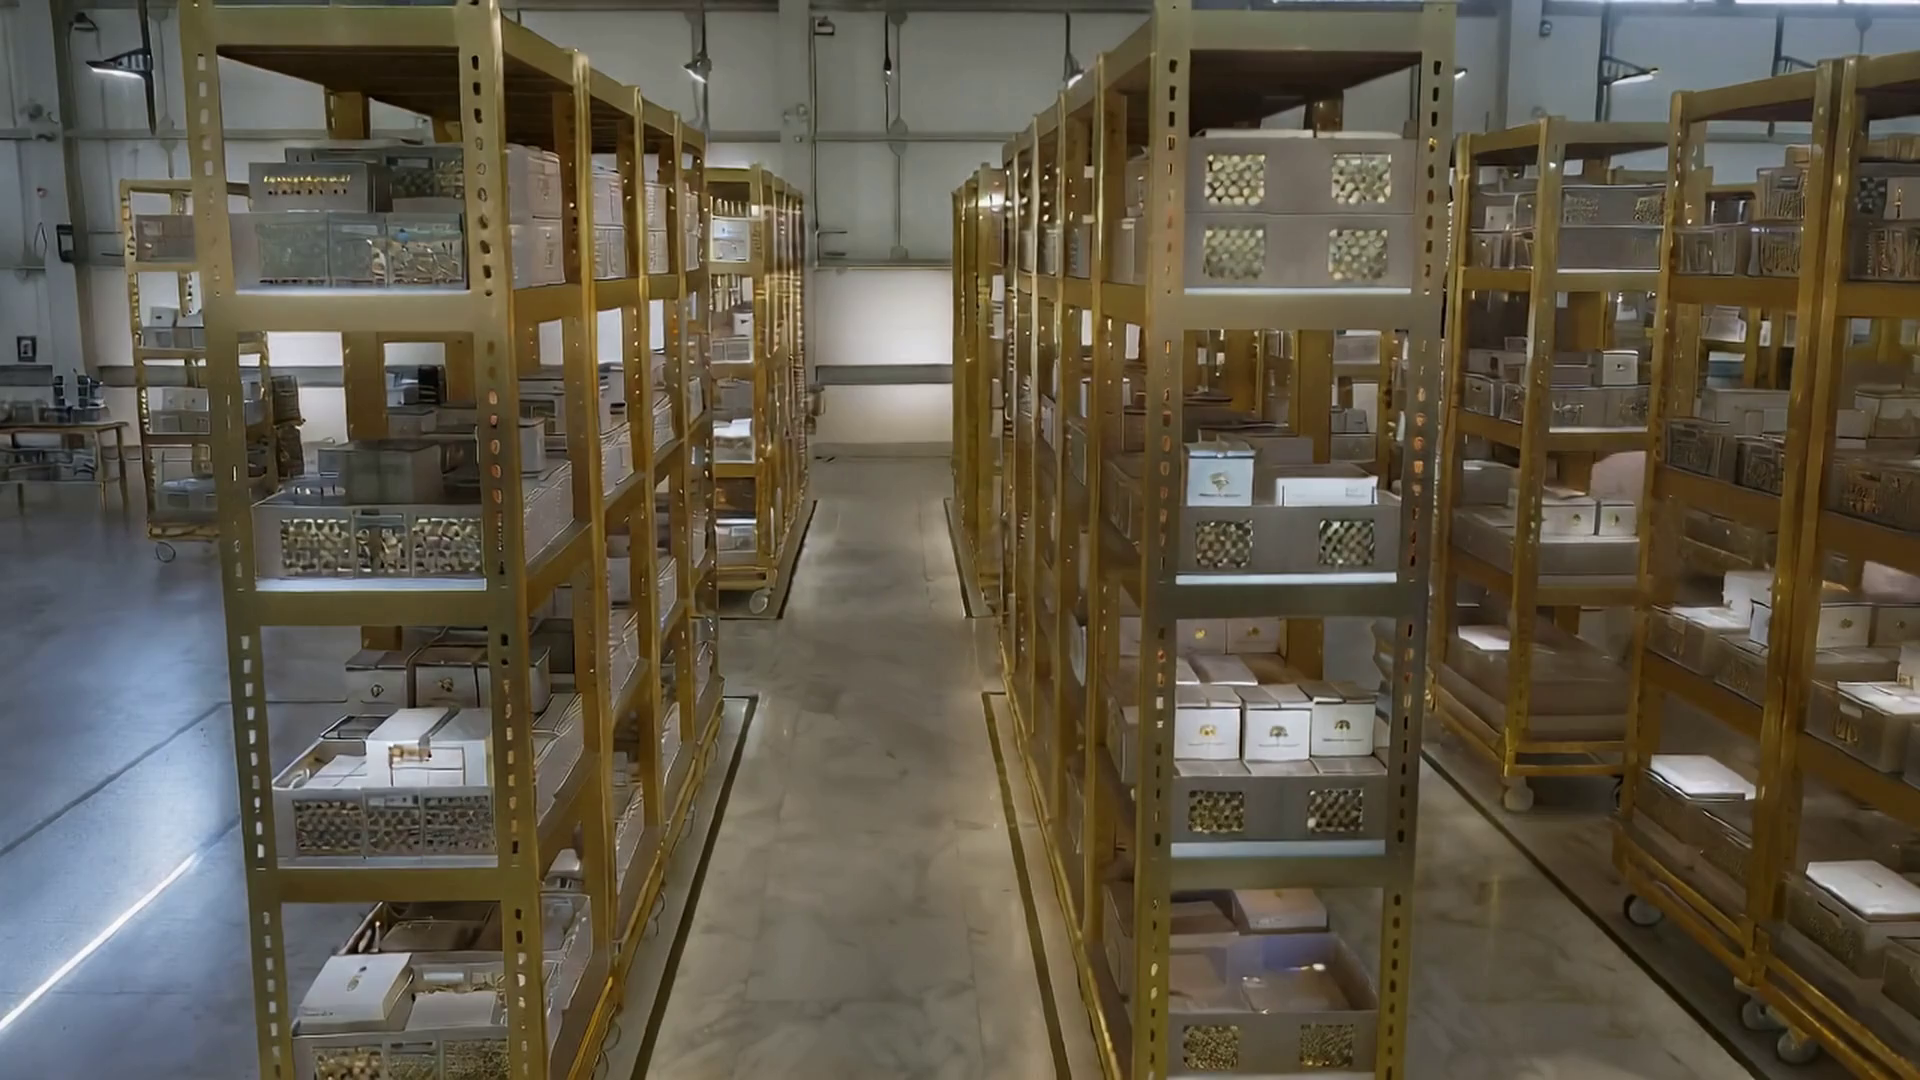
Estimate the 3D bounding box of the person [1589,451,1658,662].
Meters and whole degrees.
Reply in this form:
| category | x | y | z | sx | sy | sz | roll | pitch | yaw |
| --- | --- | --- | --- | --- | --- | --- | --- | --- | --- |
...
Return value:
| category | x | y | z | sx | sy | sz | roll | pitch | yaw |
| --- | --- | --- | --- | --- | --- | --- | --- | --- | --- |
| person | 4.631 | 0.035 | 11.629 | 0.606 | 1.814 | 0.437 | -2 | 10 | -14 |

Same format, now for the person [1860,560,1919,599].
| category | x | y | z | sx | sy | sz | roll | pitch | yaw |
| --- | --- | --- | --- | --- | --- | --- | --- | --- | --- |
| person | 4.475 | 0.616 | 7.833 | 0.652 | 1.981 | 0.450 | -2 | 10 | -9 |
